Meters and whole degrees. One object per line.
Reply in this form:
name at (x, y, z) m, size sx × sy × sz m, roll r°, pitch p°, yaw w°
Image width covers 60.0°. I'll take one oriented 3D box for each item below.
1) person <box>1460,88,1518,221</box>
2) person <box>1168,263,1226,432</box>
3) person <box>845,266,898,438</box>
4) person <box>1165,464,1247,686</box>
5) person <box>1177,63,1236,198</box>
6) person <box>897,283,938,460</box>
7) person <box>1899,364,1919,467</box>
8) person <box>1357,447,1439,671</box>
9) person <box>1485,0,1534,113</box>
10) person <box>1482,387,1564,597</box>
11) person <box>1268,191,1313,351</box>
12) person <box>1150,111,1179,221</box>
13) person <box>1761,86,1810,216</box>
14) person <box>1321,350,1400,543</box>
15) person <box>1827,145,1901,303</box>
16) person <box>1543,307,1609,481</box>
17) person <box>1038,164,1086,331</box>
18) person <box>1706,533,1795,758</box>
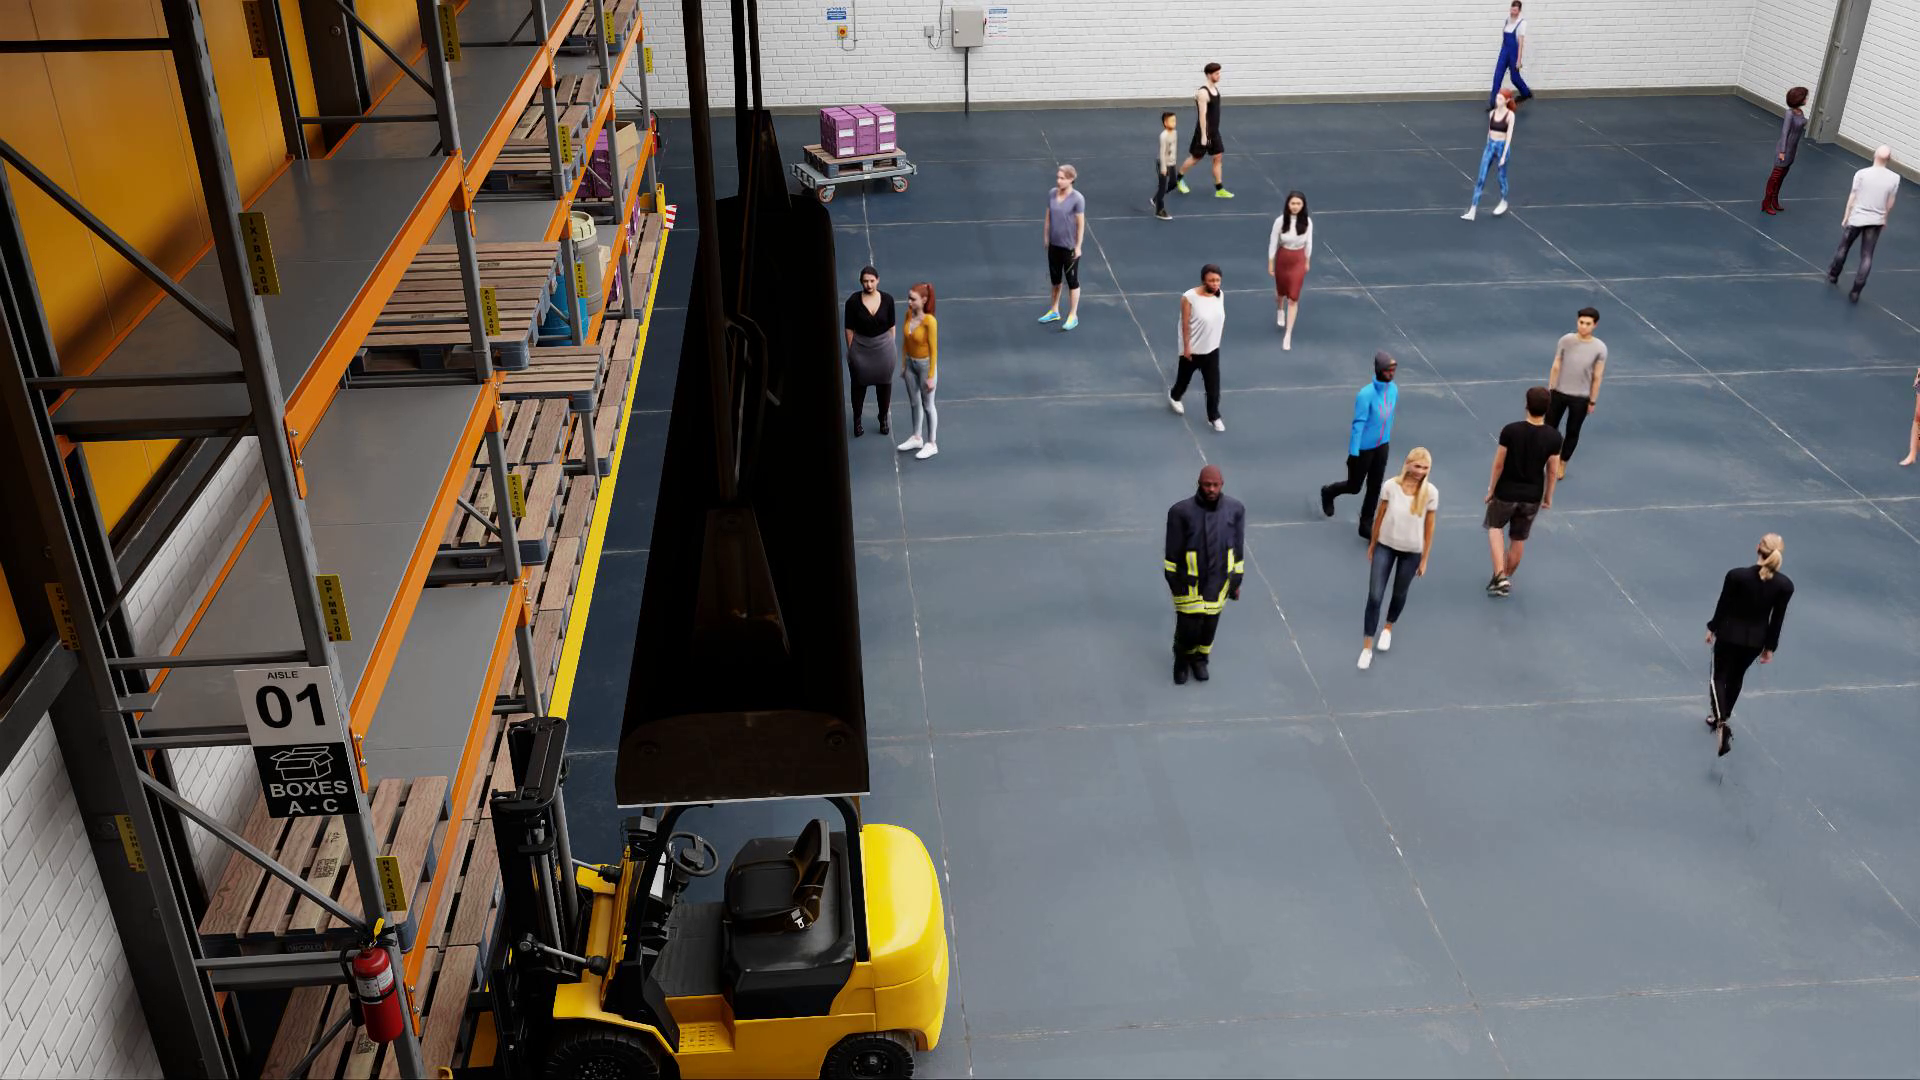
person at (7.309, -5.182, 22.457) m, size 1.113 × 1.738 × 1.173 m, roll -22°, pitch 36°, yaw -35°
person at (2.371, -1.972, 16.655) m, size 0.870 × 1.659 × 1.172 m, roll -12°, pitch 31°, yaw -21°
person at (-0.871, -1.857, 16.339) m, size 0.691 × 1.758 × 0.642 m, roll -5°, pitch 29°, yaw -10°
person at (1.815, 0.209, 12.499) m, size 0.742 × 1.810 × 0.742 m, roll -4°, pitch 29°, yaw -7°
person at (3.389, -5.735, 23.352) m, size 1.220 × 1.851 × 1.230 m, roll 18°, pitch 33°, yaw 29°
person at (-0.372, -1.631, 15.935) m, size 0.740 × 1.749 × 0.656 m, roll -24°, pitch 37°, yaw -36°
person at (9.328, -1.517, 15.759) m, size 0.896 × 1.717 × 0.884 m, roll -18°, pitch 34°, yaw -30°
person at (3.386, 0.063, 12.793) m, size 0.844 × 1.784 × 1.011 m, roll 10°, pitch 30°, yaw 17°
person at (9.196, -8.014, 27.584) m, size 1.140 × 1.800 × 1.259 m, roll -17°, pitch 33°, yaw -28°
person at (4.521, -0.338, 13.455) m, size 0.795 × 1.854 × 0.854 m, roll 4°, pitch 29°, yaw 8°
person at (3.673, -3.054, 18.589) m, size 0.837 × 1.705 × 1.191 m, roll 5°, pitch 29°, yaw 10°
person at (2.746, -5.101, 22.605) m, size 0.780 × 1.453 × 0.719 m, roll 18°, pitch 33°, yaw 29°
person at (11.319, -5.348, 22.788) m, size 0.675 × 1.711 × 0.708 m, roll -23°, pitch 36°, yaw -36°
person at (3.496, -0.839, 14.457) m, size 0.887 × 1.775 × 1.080 m, roll -16°, pitch 32°, yaw -27°
person at (10.742, -3.719, 19.722) m, size 0.973 × 1.789 × 1.242 m, roll 8°, pitch 30°, yaw 15°
person at (5.743, -1.397, 15.544) m, size 0.732 × 1.713 × 0.768 m, roll 16°, pitch 33°, yaw 27°
person at (1.190, -3.353, 18.950) m, size 0.741 × 1.885 × 0.799 m, roll 22°, pitch 35°, yaw 34°
person at (5.454, 0.761, 11.619) m, size 0.815 × 1.683 × 1.047 m, roll 7°, pitch 29°, yaw 13°
